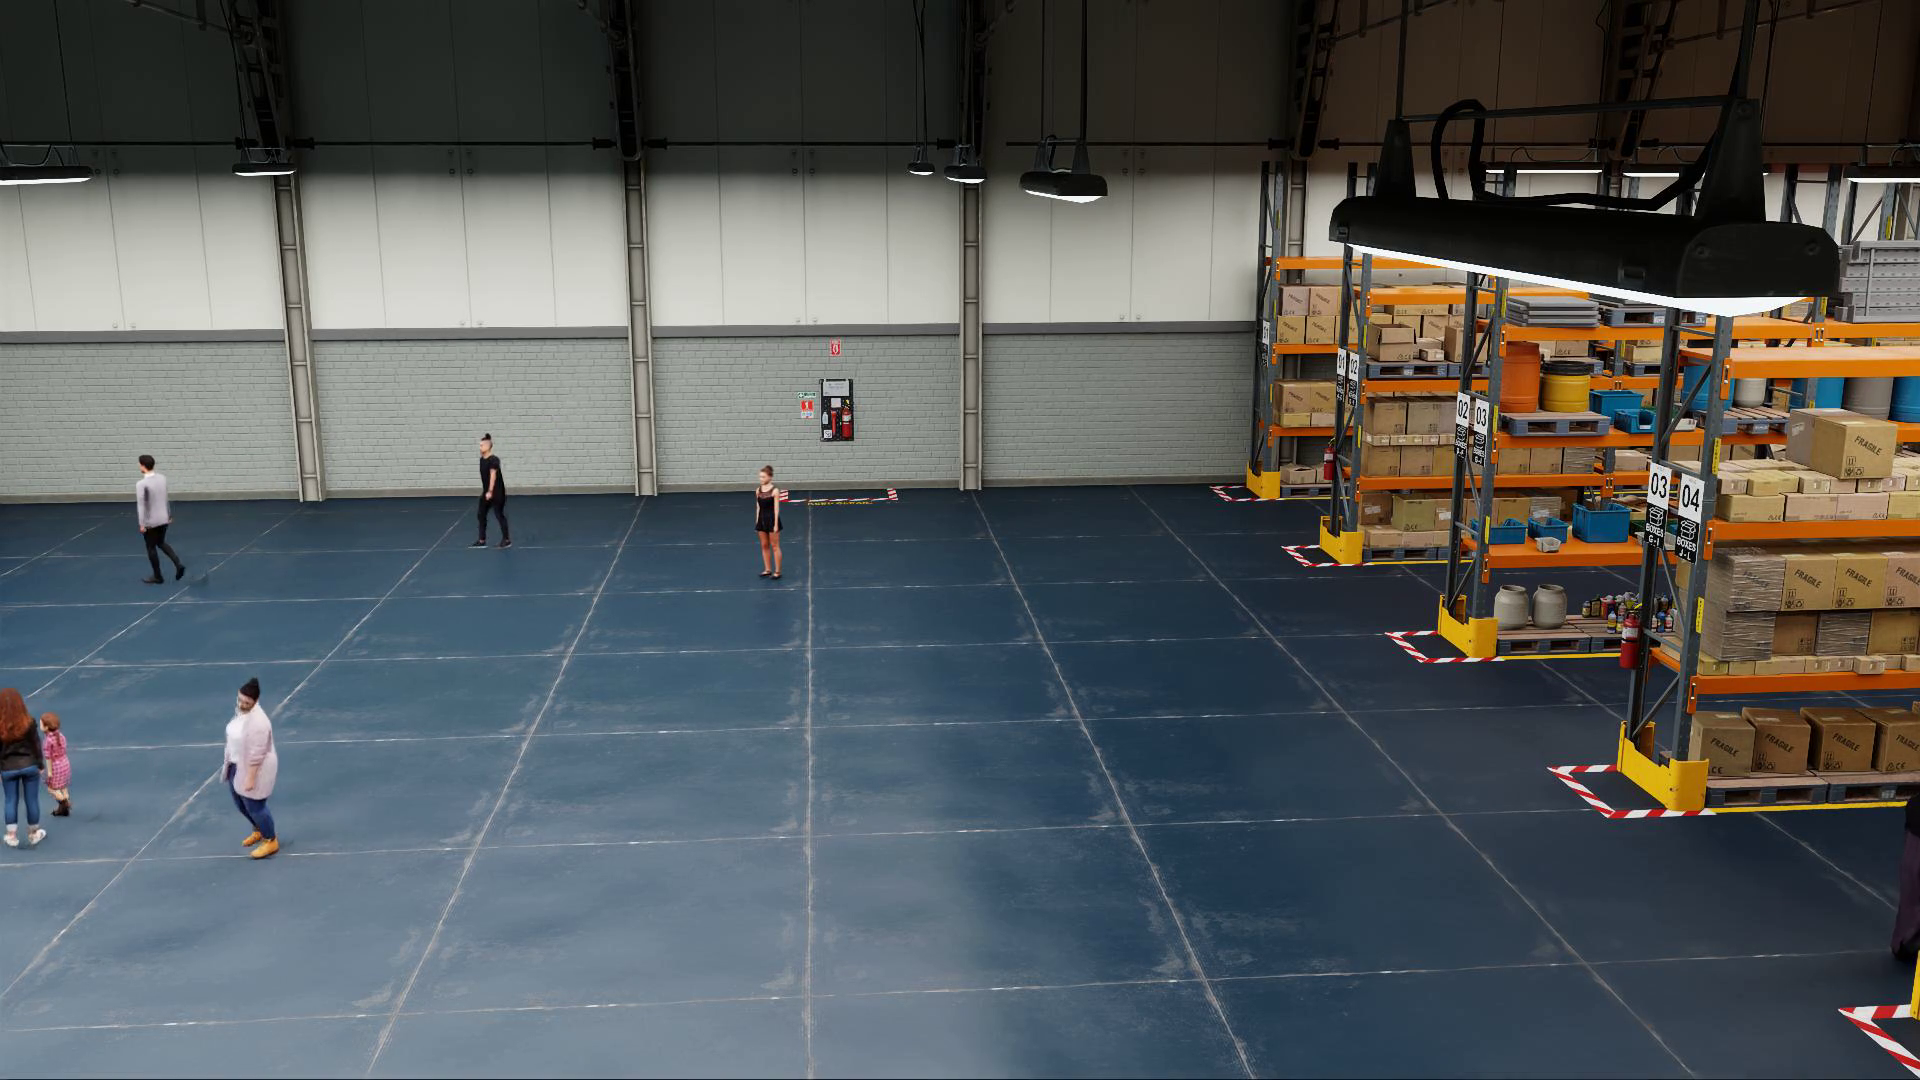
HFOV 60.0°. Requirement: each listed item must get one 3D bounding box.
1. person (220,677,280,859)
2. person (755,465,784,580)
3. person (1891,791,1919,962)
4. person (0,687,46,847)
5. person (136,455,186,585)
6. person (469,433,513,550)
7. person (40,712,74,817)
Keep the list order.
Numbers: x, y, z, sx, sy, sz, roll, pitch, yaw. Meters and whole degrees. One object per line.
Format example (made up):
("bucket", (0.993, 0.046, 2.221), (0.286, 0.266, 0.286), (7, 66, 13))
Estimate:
("person", (-6.210, 1.998, 14.677), (0.904, 1.693, 0.890), (-6, 14, -25))
("person", (-2.809, -0.269, 24.495), (0.677, 1.681, 0.752), (8, 15, 32))
("person", (7.358, 2.488, 12.746), (0.797, 1.609, 0.705), (-4, 14, -16))
("person", (-8.453, 2.038, 14.974), (0.582, 1.481, 0.697), (-7, 15, -26))
("person", (-11.572, -0.288, 24.071), (1.011, 1.907, 0.916), (4, 14, 16))
("person", (-7.309, -0.766, 26.286), (0.990, 1.840, 1.065), (12, 18, 42))
("person", (-8.466, 2.122, 15.645), (0.495, 1.014, 0.472), (2, 13, 7))
